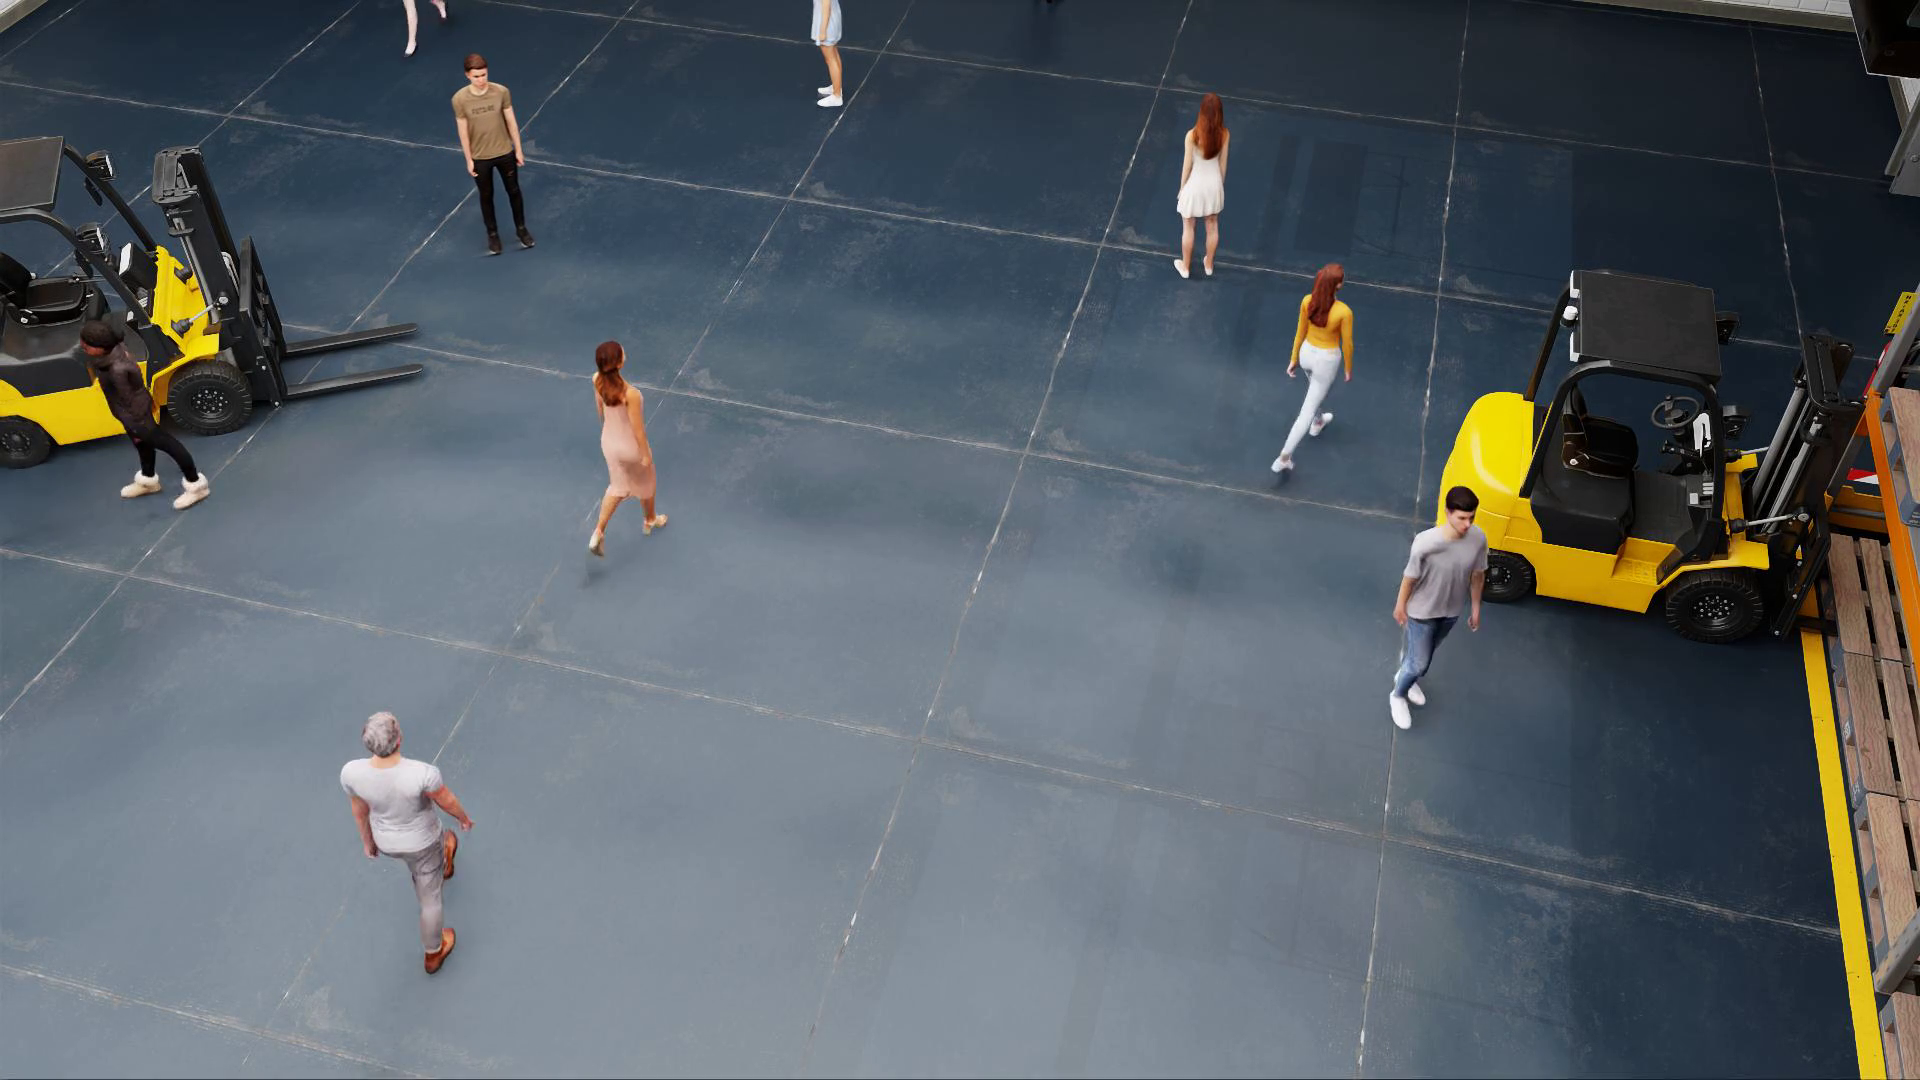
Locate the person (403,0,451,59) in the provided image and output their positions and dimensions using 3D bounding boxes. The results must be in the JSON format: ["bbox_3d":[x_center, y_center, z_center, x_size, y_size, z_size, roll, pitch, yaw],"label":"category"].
[{"bbox_3d":[-5.720,-6.027,17.314,0.716,1.794,1.181,17,46,17],"label":"person"}]

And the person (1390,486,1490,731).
[{"bbox_3d":[2.978,0.338,10.577,0.830,1.870,0.877,-15,46,-15],"label":"person"}]

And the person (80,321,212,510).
[{"bbox_3d":[-6.077,-0.869,12.003,0.955,1.651,0.922,-30,51,-27],"label":"person"}]

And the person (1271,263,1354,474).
[{"bbox_3d":[2.624,-1.242,12.353,0.941,1.709,1.264,29,51,27],"label":"person"}]

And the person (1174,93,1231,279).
[{"bbox_3d":[2.073,-3.024,14.223,0.635,1.710,0.644,-7,44,-7],"label":"person"}]

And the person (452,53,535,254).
[{"bbox_3d":[-4.080,-3.386,14.502,0.736,1.849,0.767,-16,46,-16],"label":"person"}]

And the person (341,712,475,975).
[{"bbox_3d":[-3.059,1.723,9.187,0.821,1.781,1.178,4,44,4],"label":"person"}]

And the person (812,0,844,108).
[{"bbox_3d":[-1.300,-5.126,16.414,0.693,1.730,0.538,1,44,1],"label":"person"}]

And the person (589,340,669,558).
[{"bbox_3d":[-2.402,-0.606,11.612,0.787,1.810,1.050,24,49,23],"label":"person"}]
